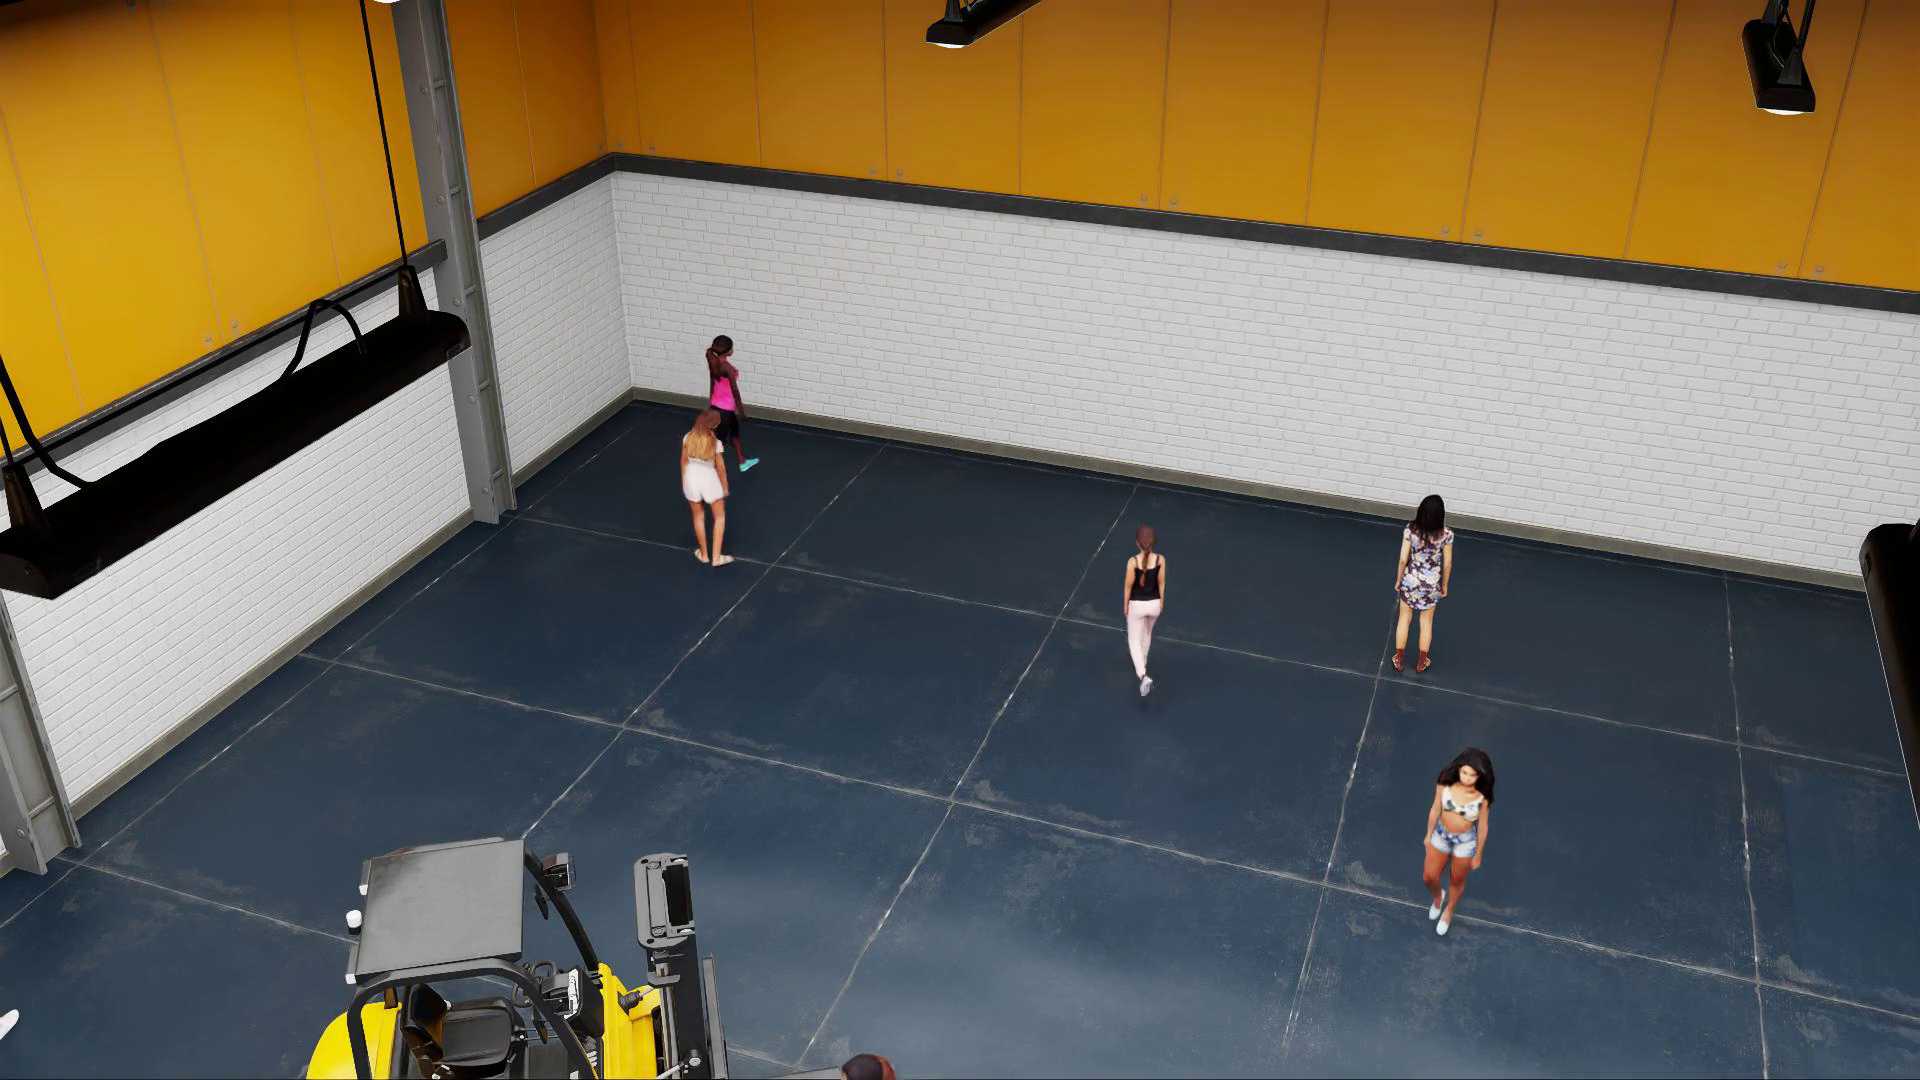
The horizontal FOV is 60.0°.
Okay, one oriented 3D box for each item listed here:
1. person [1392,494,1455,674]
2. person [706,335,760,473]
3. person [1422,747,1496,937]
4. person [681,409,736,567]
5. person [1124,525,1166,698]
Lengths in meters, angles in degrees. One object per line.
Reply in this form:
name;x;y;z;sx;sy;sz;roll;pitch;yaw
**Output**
person;4.064;0.385;14.677;0.612;1.733;0.516;8;30;14
person;-2.620;-1.360;17.928;1.219;1.682;0.969;-23;36;-35
person;3.500;2.088;11.683;0.634;1.610;0.668;17;33;28
person;-2.559;-0.528;16.416;0.702;1.670;0.676;-4;29;-8
person;1.614;0.618;14.450;0.829;1.541;1.018;-5;29;-10
